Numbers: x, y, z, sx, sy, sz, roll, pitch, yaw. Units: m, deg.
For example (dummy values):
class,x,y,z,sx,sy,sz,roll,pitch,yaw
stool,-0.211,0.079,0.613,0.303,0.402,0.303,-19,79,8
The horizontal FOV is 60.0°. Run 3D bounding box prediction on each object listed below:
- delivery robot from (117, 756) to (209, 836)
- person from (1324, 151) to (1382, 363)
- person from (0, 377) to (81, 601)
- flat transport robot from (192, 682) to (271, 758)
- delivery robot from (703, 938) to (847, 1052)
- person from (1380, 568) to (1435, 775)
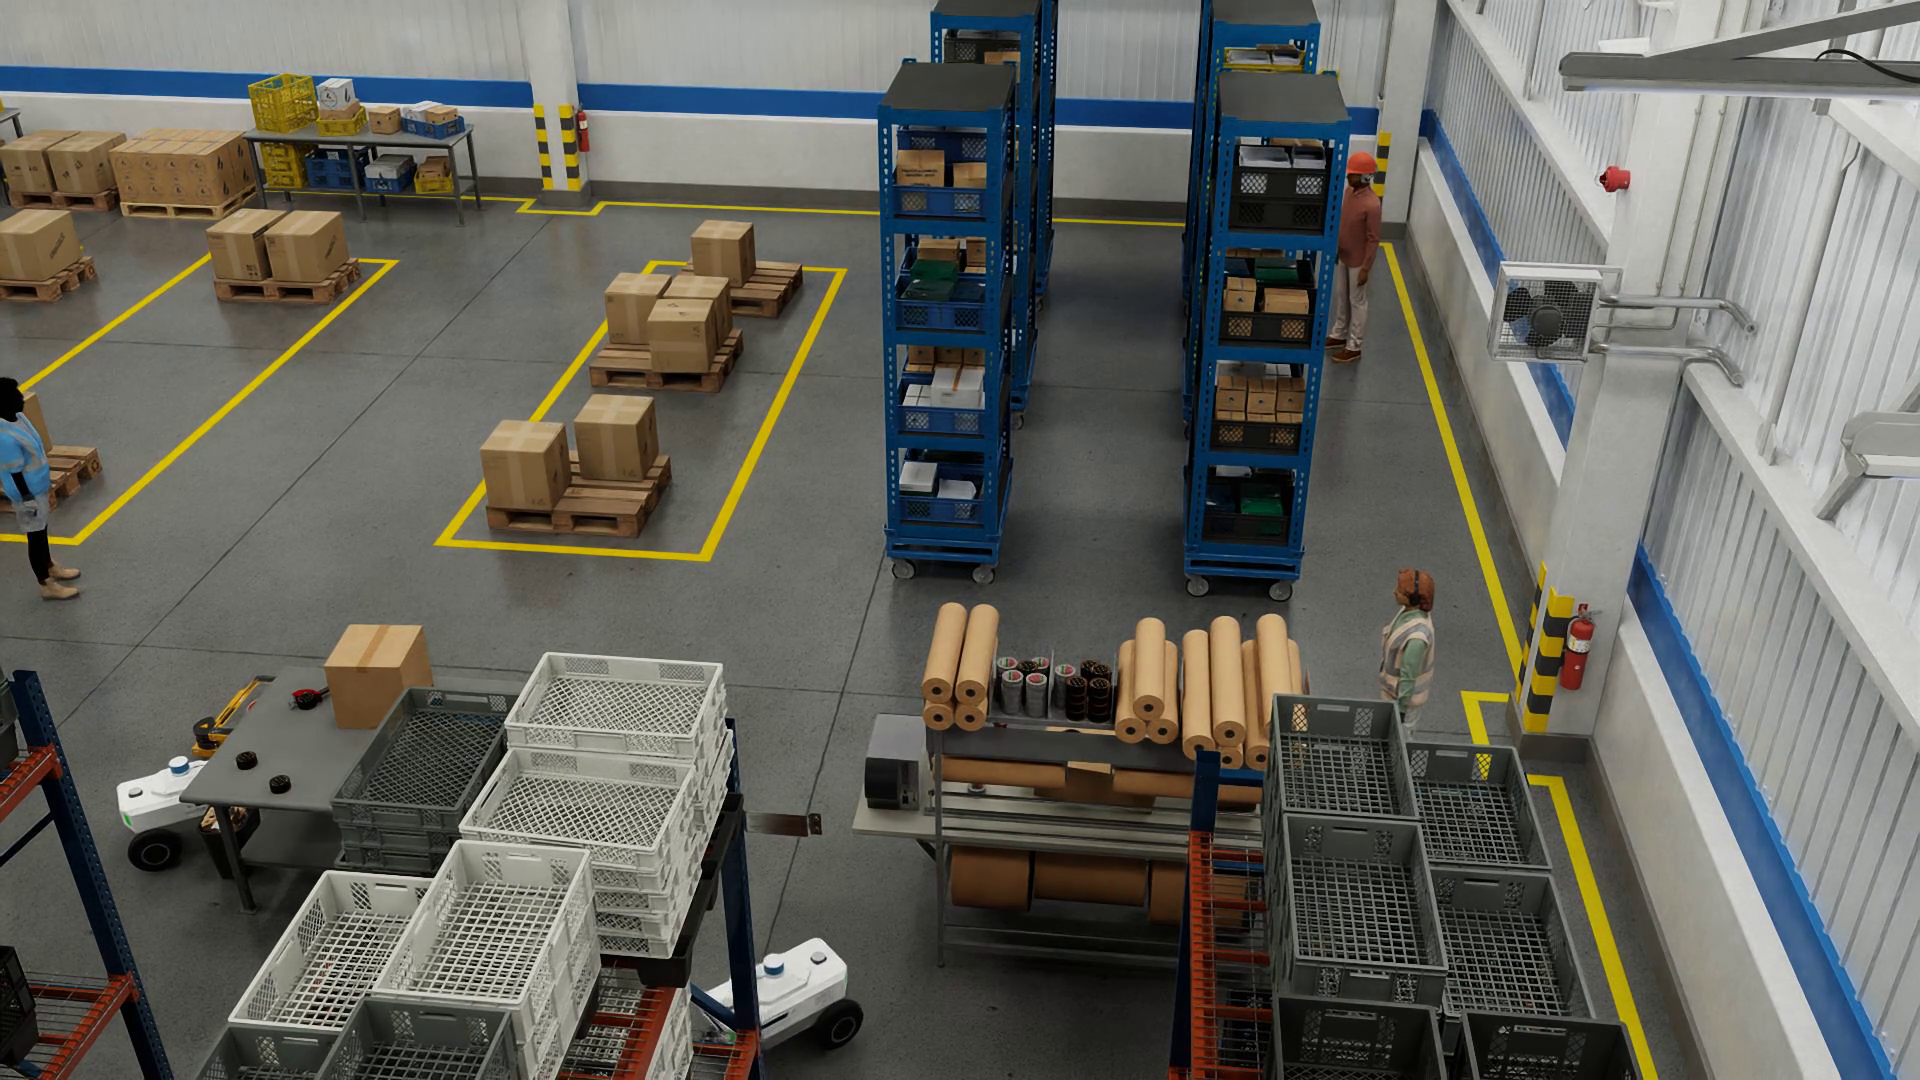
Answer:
class,x,y,z,sx,sy,sz,roll,pitch,yaw
delivery robot,-4.513,1.485,9.726,0.707,0.478,0.477,-14,33,-23
person,3.651,-2.632,15.465,0.392,1.995,0.612,-7,31,-12
person,-6.643,-0.377,11.885,0.317,1.695,0.540,-11,32,-18
flat transport robot,-4.089,1.163,10.648,1.431,0.197,0.652,3,30,6
delivery robot,-0.925,2.288,8.343,0.707,0.478,0.477,-21,36,-32
person,2.601,0.890,9.774,0.312,1.633,0.519,5,31,9
